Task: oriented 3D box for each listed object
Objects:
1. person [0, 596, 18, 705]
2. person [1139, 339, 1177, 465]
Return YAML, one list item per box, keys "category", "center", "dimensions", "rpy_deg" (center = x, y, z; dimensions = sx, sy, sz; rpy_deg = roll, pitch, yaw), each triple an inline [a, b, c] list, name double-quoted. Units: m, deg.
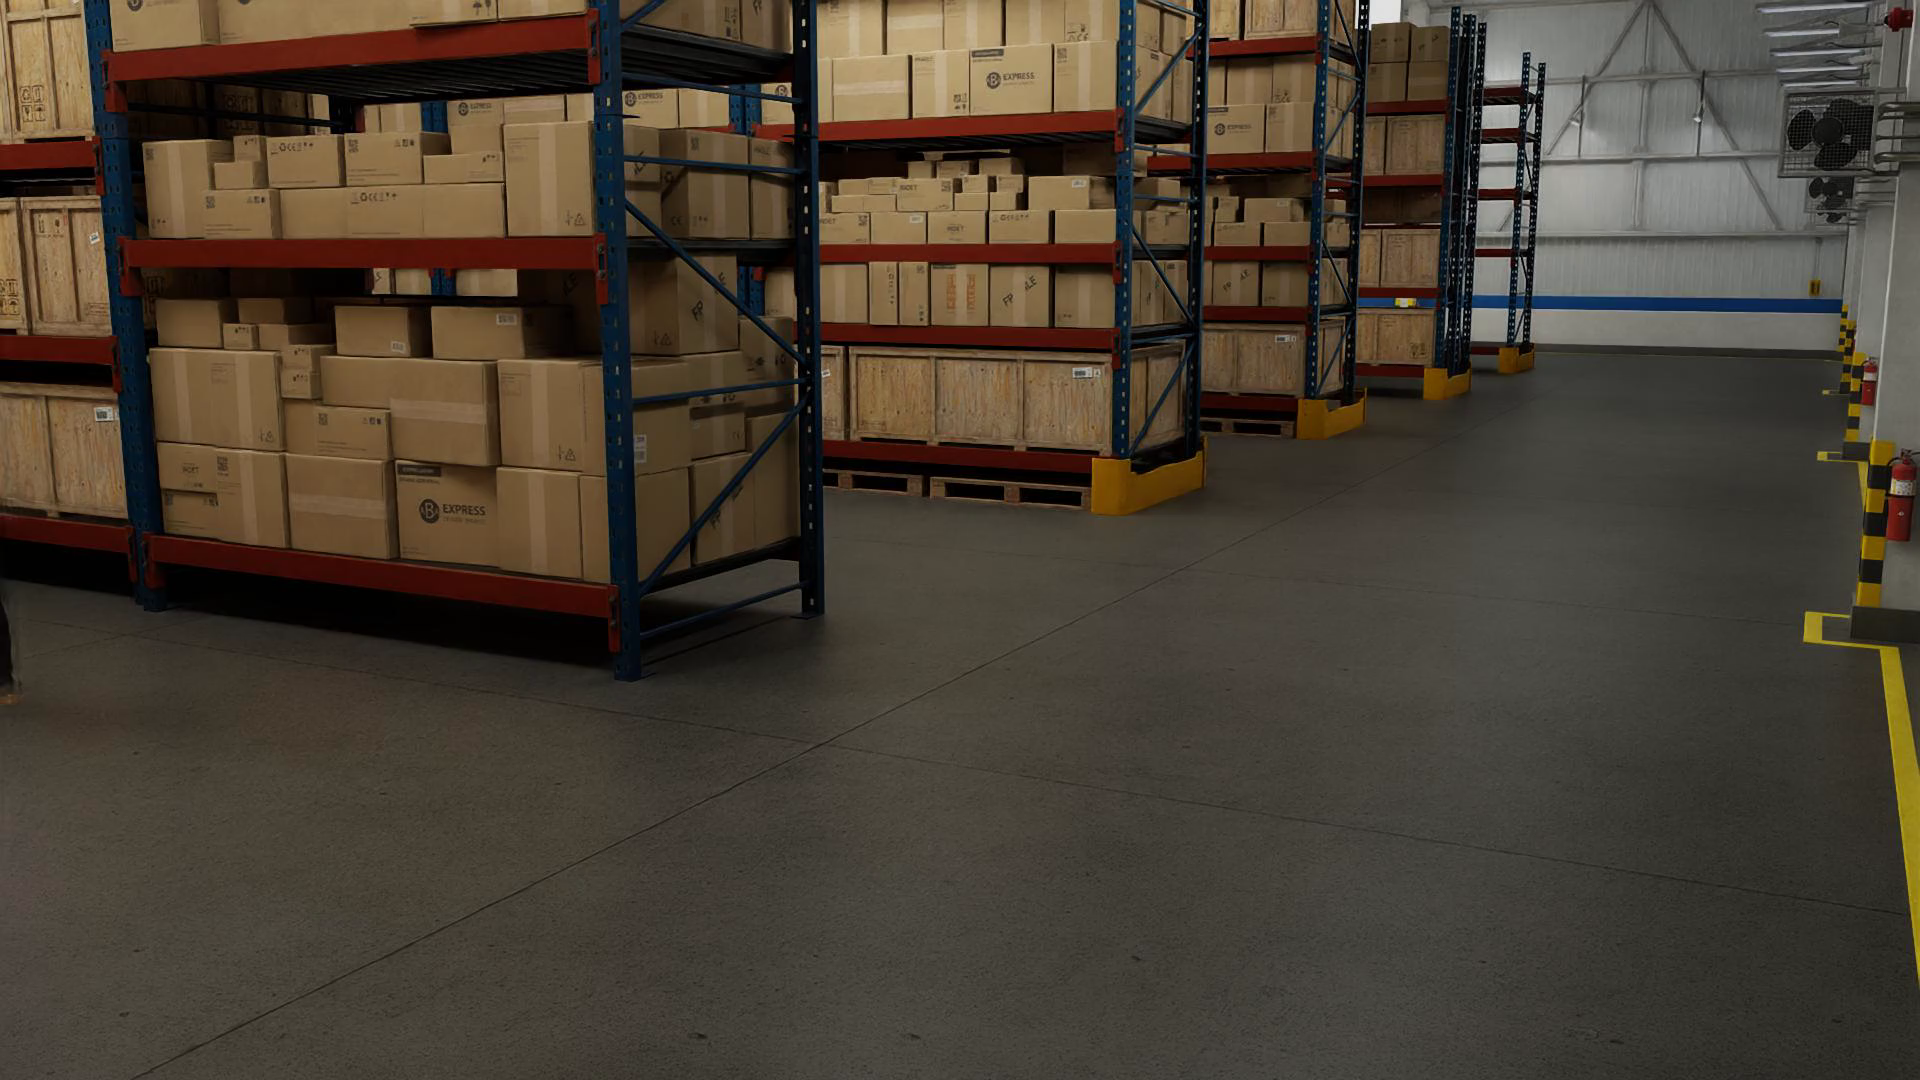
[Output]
- category: "person"
  center: [-5.354, -0.113, 8.642]
  dimensions: [1.031, 1.928, 0.636]
  rpy_deg: [5, 11, 25]
- category: "person"
  center: [2.098, -1.699, 18.180]
  dimensions: [0.619, 1.803, 0.588]
  rpy_deg: [5, 11, 29]
